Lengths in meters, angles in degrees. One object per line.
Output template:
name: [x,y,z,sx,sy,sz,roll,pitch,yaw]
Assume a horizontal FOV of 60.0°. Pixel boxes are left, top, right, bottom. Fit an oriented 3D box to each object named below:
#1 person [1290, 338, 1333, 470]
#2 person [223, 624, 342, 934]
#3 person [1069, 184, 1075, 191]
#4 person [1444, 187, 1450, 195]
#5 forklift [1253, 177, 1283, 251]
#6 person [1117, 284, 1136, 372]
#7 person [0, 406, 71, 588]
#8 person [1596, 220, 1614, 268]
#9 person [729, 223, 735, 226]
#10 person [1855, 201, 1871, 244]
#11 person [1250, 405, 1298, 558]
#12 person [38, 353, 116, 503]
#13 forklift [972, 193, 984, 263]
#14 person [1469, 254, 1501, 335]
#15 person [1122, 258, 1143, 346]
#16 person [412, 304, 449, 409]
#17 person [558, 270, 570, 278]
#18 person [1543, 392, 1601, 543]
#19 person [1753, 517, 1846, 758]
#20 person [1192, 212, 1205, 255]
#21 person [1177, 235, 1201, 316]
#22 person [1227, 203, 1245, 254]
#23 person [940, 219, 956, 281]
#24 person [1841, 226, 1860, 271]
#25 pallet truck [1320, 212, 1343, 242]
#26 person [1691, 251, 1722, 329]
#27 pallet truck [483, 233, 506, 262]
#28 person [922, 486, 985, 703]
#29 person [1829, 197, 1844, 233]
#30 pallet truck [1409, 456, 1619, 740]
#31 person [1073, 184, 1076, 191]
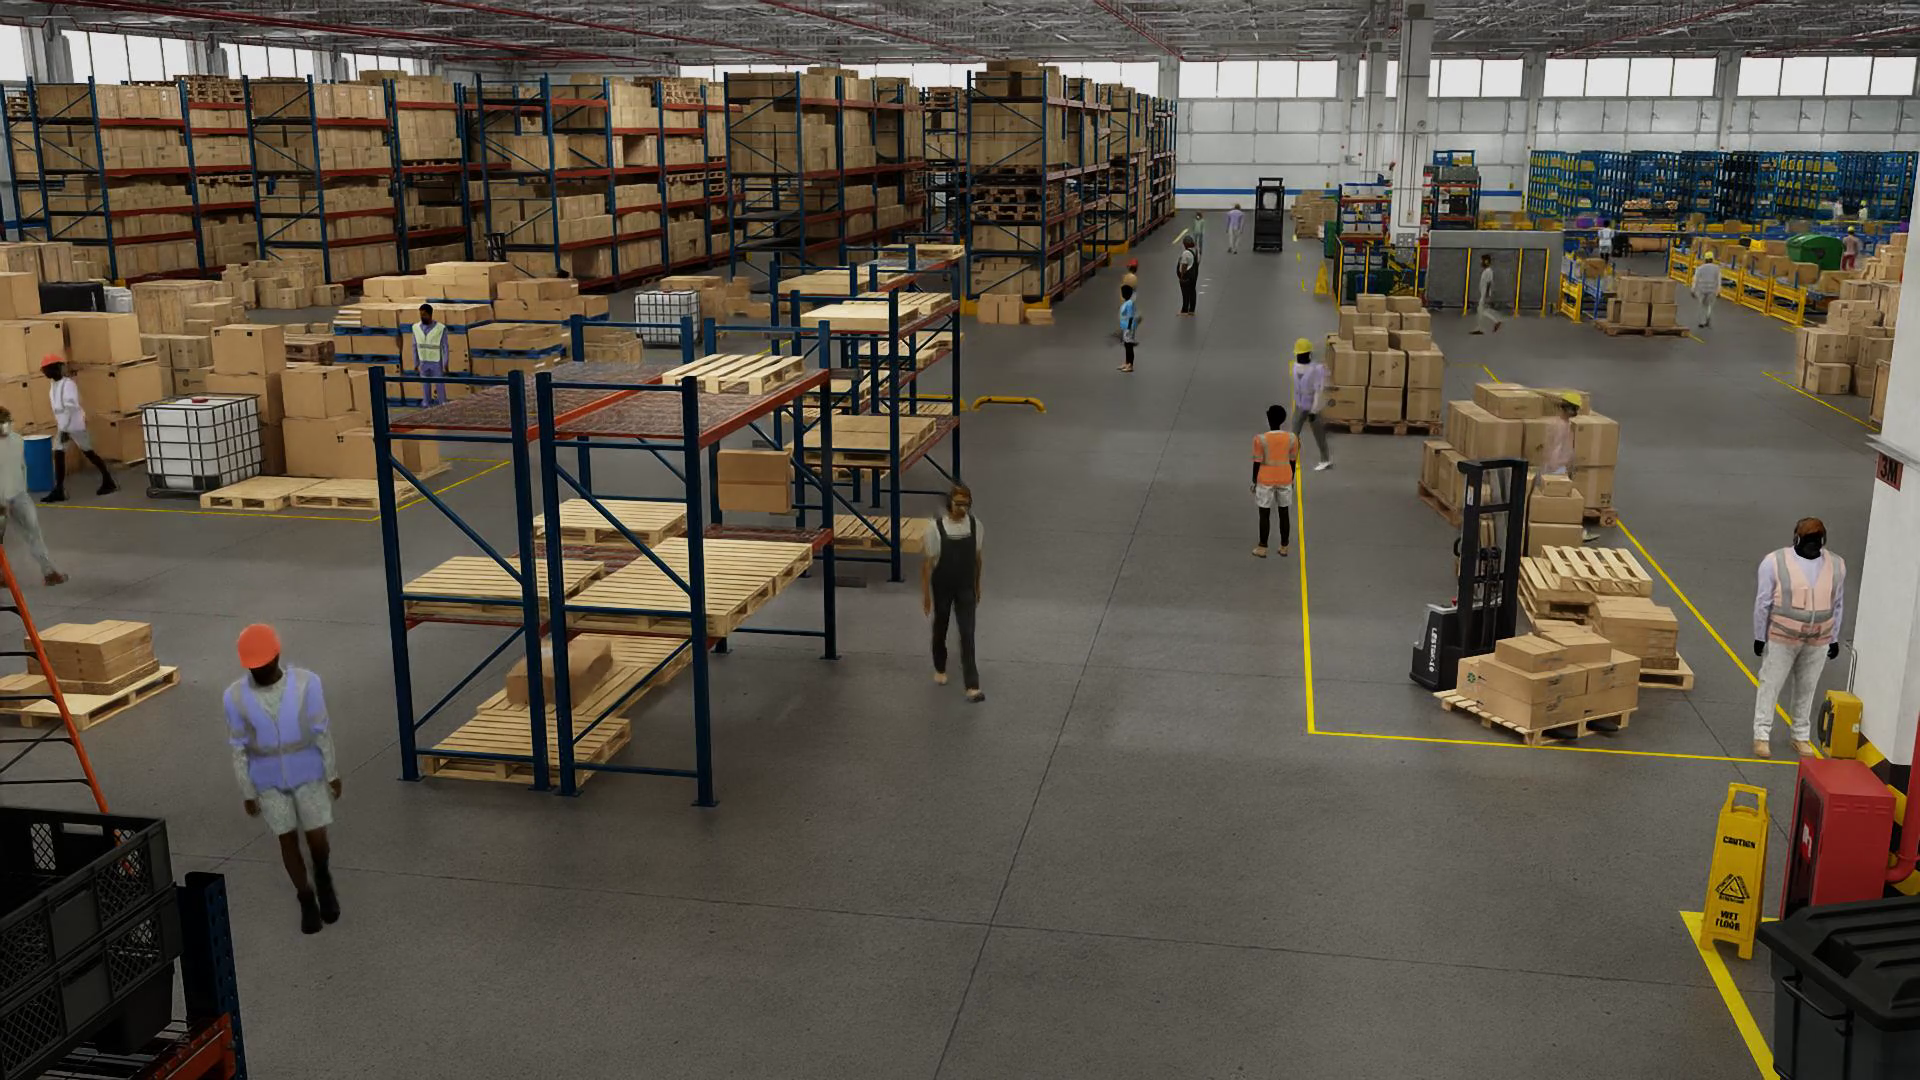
person: [4.769,-1.841,22.767,0.962,1.872,0.590,-10,17,-36]
person: [-3.888,1.380,9.589,0.578,1.909,0.447,-4,14,-17]
person: [5.908,-18.268,89.596,0.626,1.814,0.911,0,14,-1]
person: [23.541,-16.155,80.614,0.392,1.992,0.623,-9,17,-33]
forklift: [12.083,-12.747,64.956,1.129,2.768,1.873,3,14,10]
person: [3.255,-4.118,32.364,0.321,1.693,0.530,-1,14,-5]
person: [-9.593,-0.412,16.890,0.955,1.892,0.628,4,14,17]
person: [21.763,-9.973,56.174,0.557,1.660,0.794,3,14,13]
person: [-9.576,-13.204,68.848,0.557,1.899,0.971,0,14,0]
person: [37.287,-13.113,68.689,0.910,1.795,0.604,0,14,1]
person: [3.436,-0.639,18.233,0.533,1.697,0.319,-3,14,-11]
person: [-11.299,-1.448,21.171,0.574,1.873,0.971,8,16,29]
forklift: [1.074,-10.678,56.558,1.129,2.768,1.873,3,14,10]
person: [12.089,-5.621,38.143,0.602,1.855,0.516,4,14,14]
person: [3.728,-5.141,36.036,0.396,1.924,0.571,-7,15,-26]
person: [-8.501,-2.848,26.762,0.589,1.913,0.398,2,14,7]
person: [-7.884,-4.403,33.062,0.994,1.923,0.619,13,19,42]
person: [6.886,-0.832,19.009,0.912,1.701,0.530,5,15,19]
person: [6.240,0.727,12.389,0.637,1.842,0.429,1,14,4]
person: [8.979,-11.552,62.739,0.517,1.582,0.883,7,15,26]
person: [5.738,-6.692,42.103,0.538,2.000,0.681,12,18,40]
person: [10.520,-11.892,63.486,0.648,1.908,0.487,4,15,17]
person: [-0.314,-9.051,51.958,0.640,1.909,0.409,-8,16,-29]
person: [27.346,-8.775,51.163,0.528,1.756,0.483,3,14,10]
pallet truck: [15.874,-13.227,70.310,0.680,1.201,1.601,10,17,35]
person: [17.731,-5.953,39.574,0.627,1.804,0.759,3,14,14]
pallet truck: [-11.832,-7.026,43.548,1.885,1.965,0.823,8,16,28]
person: [-0.048,0.430,13.721,0.550,1.780,1.012,-4,14,-15]
person: [36.934,-13.501,70.041,0.640,1.890,0.661,7,16,27]
pallet truck: [4.504,0.400,13.395,0.823,1.965,1.885,-6,15,-23]
person: [5.870,-17.063,84.398,0.389,1.948,0.607,-10,17,-34]
